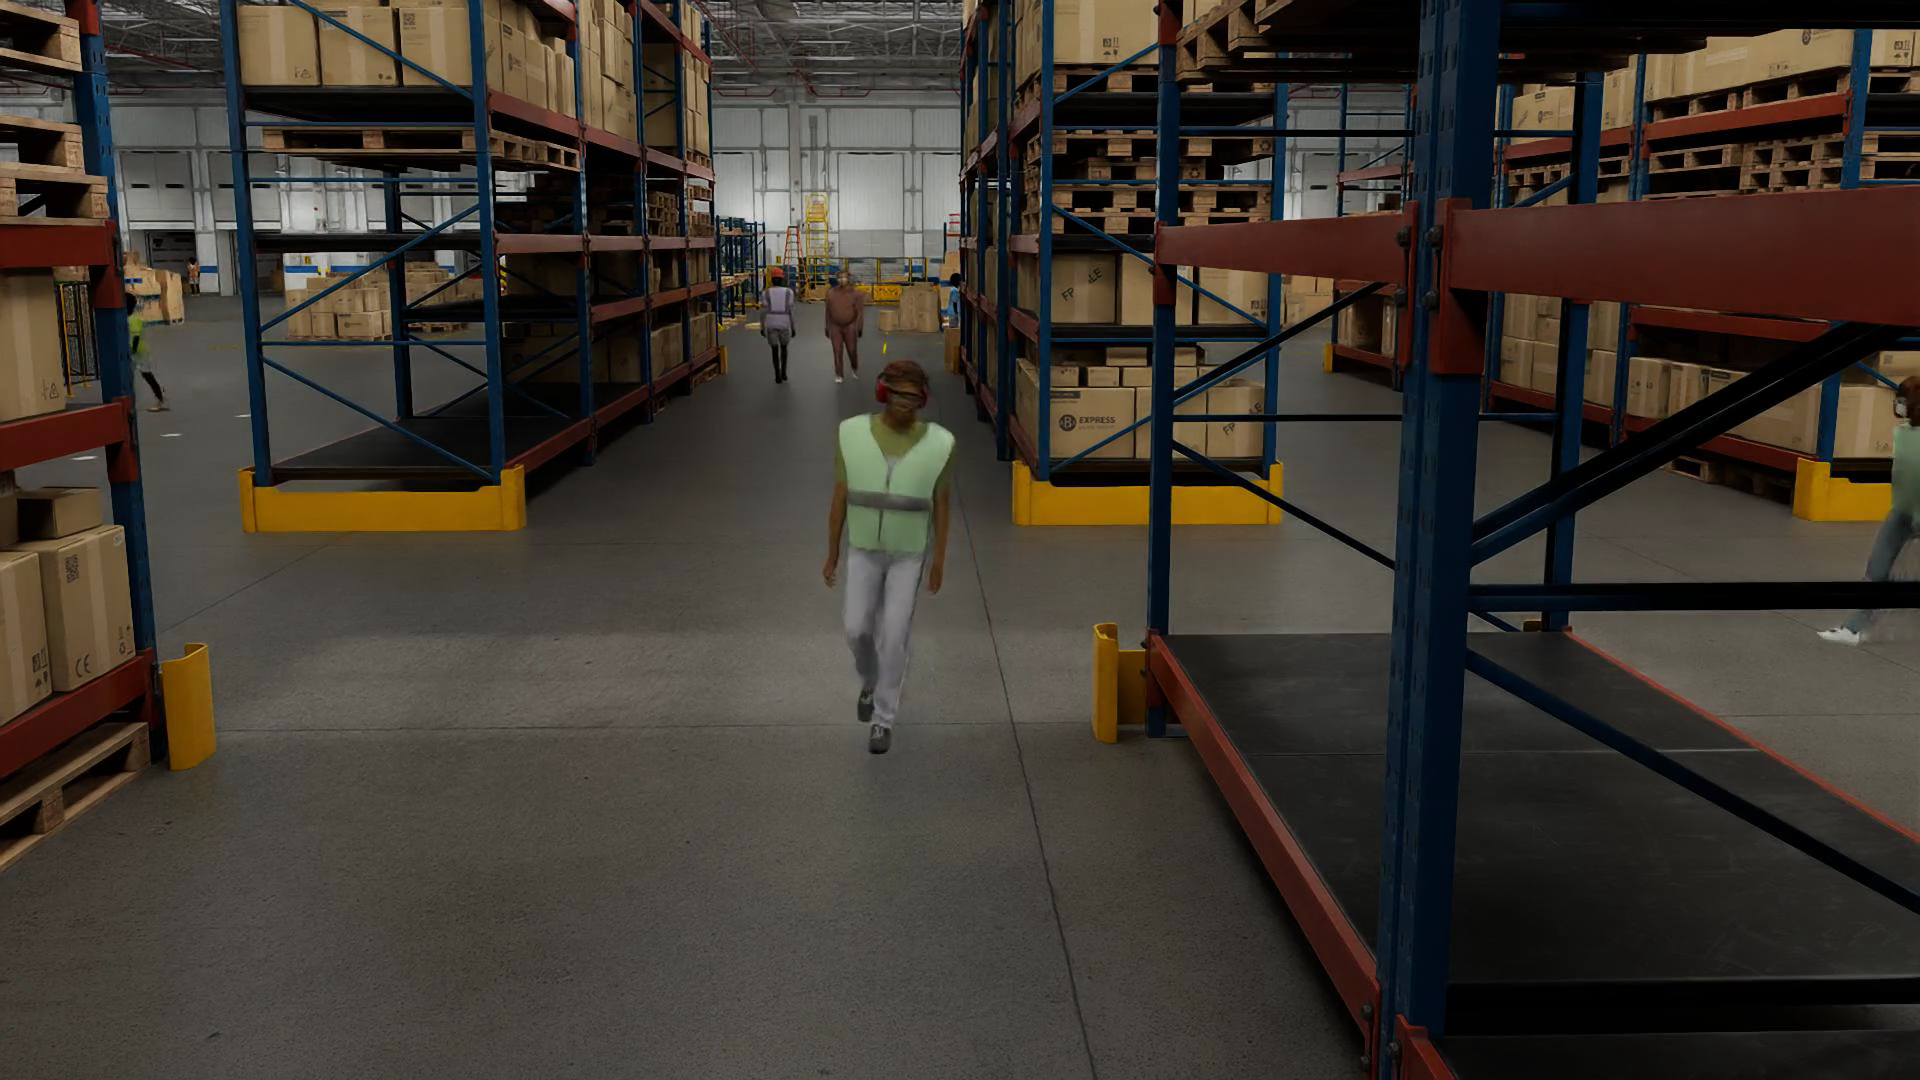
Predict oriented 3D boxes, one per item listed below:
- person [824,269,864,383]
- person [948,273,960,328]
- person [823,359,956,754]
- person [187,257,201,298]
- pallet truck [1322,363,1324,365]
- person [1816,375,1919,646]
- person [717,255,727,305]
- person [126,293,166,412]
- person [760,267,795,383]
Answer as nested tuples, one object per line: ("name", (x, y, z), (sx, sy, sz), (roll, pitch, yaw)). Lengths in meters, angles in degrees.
("person", (-1.934, -3.563, 27.746), (0.650, 1.894, 0.477), (1, 10, 6))
("person", (-0.098, -4.689, 34.535), (0.320, 1.698, 0.531), (0, 10, -2))
("person", (-0.324, 0.060, 7.729), (0.614, 1.818, 0.483), (0, 10, 3))
("person", (-32.134, -11.013, 69.765), (0.540, 1.697, 0.317), (1, 10, 3))
("pallet truck", (7.712, -4.157, 30.737), (1.885, 1.965, 0.823), (3, 11, 16))
("person", (5.467, -0.149, 9.543), (0.856, 1.586, 0.515), (-1, 10, -6))
("person", (-8.796, -9.587, 61.361), (0.412, 1.872, 0.578), (-1, 10, -8))
("person", (-11.344, -2.552, 22.752), (0.551, 1.644, 0.861), (9, 14, 42))
("person", (-3.071, -3.602, 27.894), (0.575, 1.904, 0.859), (-2, 10, -11))
